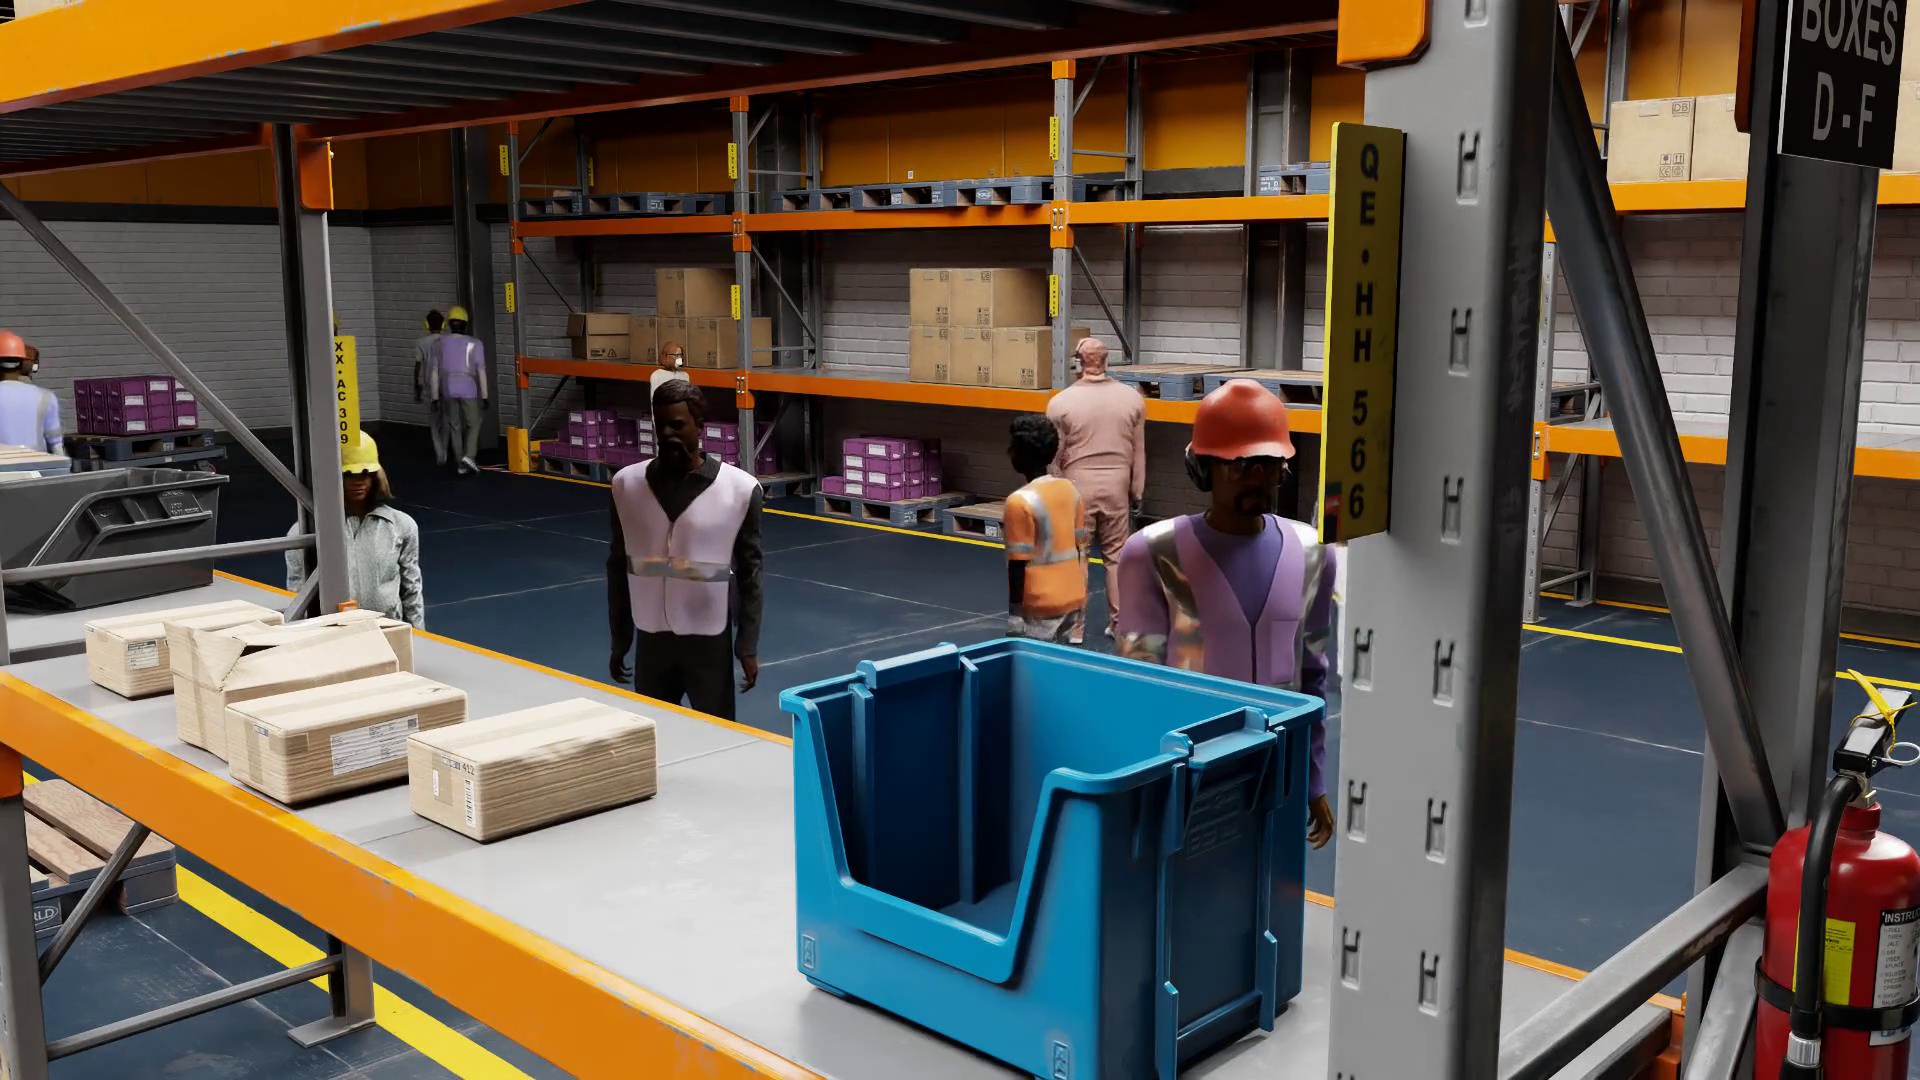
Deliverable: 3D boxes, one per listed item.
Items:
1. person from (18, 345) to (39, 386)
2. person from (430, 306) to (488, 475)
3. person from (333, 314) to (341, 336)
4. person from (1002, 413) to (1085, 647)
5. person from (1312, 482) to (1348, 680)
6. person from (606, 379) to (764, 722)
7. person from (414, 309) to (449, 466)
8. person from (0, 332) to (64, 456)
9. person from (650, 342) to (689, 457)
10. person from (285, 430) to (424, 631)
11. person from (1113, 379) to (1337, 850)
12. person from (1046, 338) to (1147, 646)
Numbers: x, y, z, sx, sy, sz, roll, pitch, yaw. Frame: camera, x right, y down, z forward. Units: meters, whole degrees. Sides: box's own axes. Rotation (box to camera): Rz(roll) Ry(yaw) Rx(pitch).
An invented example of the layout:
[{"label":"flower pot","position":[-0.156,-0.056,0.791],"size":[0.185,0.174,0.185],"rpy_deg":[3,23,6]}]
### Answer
[{"label":"person","position":[-8.454,-0.954,15.110],"size":[0.287,1.633,0.497],"rpy_deg":[-2,9,-11]},{"label":"person","position":[-5.589,-1.658,18.570],"size":[0.617,1.909,0.613],"rpy_deg":[-1,9,-4]},{"label":"person","position":[-7.435,-1.795,19.648],"size":[0.404,1.836,0.590],"rpy_deg":[-3,10,-20]},{"label":"person","position":[0.434,0.289,7.315],"size":[0.491,1.683,0.547],"rpy_deg":[5,11,29]},{"label":"person","position":[2.188,0.047,9.125],"size":[0.537,1.586,0.795],"rpy_deg":[1,9,6]},{"label":"person","position":[-1.015,0.361,6.170],"size":[0.587,1.920,0.390],"rpy_deg":[1,9,8]},{"label":"person","position":[-6.201,-1.812,19.741],"size":[0.521,1.847,0.841],"rpy_deg":[-4,10,-23]},{"label":"person","position":[-6.024,-0.361,10.602],"size":[0.576,1.912,0.694],"rpy_deg":[-8,12,-41]},{"label":"person","position":[-2.755,-1.077,15.891],"size":[0.276,1.629,0.498],"rpy_deg":[7,12,37]},{"label":"person","position":[-2.234,0.447,6.202],"size":[0.485,1.737,0.346],"rpy_deg":[-6,11,-33]},{"label":"person","position":[0.690,0.610,4.261],"size":[0.605,2.045,0.388],"rpy_deg":[-3,10,-17]},{"label":"person","position":[0.815,-0.289,10.221],"size":[0.660,1.899,0.408],"rpy_deg":[-2,10,-14]}]
